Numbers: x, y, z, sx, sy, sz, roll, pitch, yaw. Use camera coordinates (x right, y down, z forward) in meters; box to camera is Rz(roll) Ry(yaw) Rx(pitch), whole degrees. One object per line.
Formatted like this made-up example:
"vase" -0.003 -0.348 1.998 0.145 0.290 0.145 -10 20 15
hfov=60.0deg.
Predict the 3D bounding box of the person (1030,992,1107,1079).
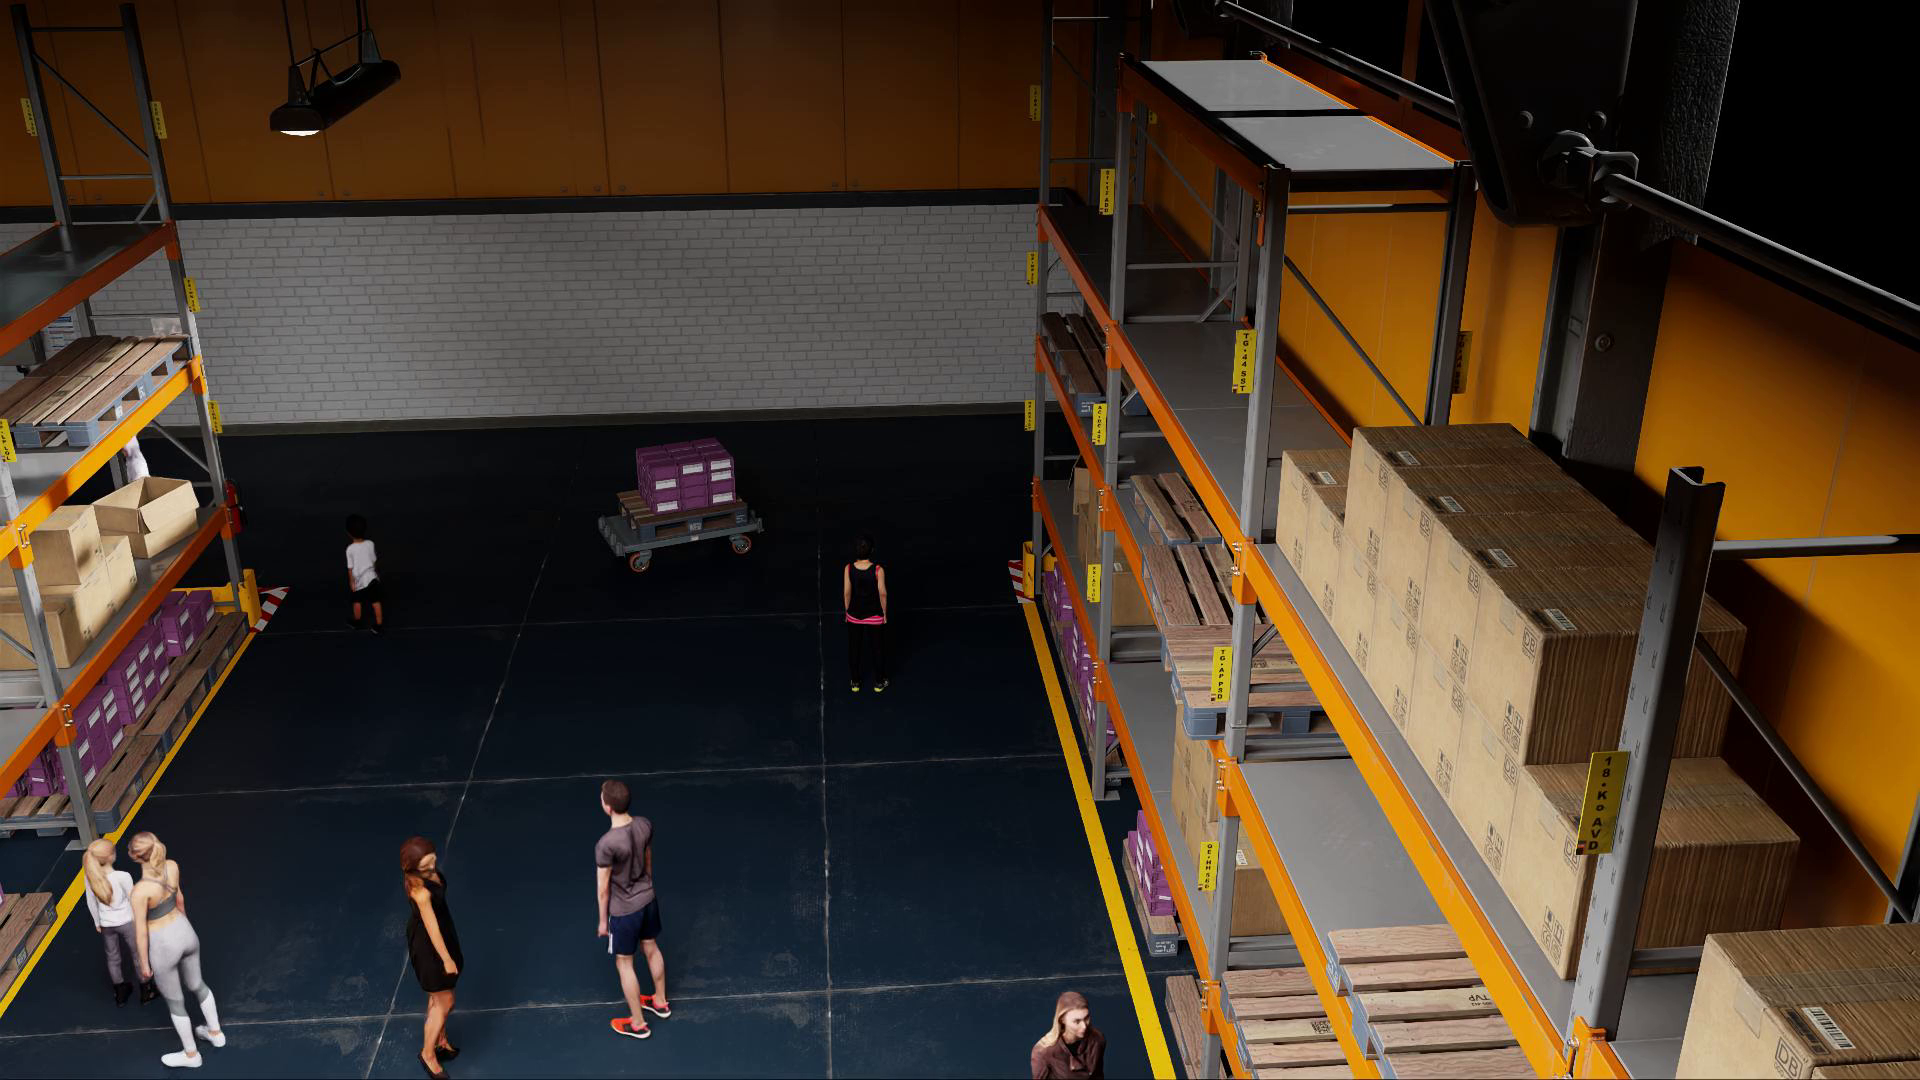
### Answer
"person" 0.593 3.222 9.264 0.664 1.703 0.617 -10 26 -22

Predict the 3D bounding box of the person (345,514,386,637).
"person" -5.831 0.375 16.351 0.795 1.242 0.729 20 30 37

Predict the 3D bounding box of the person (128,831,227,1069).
"person" -5.050 2.609 10.673 0.694 1.697 0.573 8 25 18

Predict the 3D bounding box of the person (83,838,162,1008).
"person" -5.701 2.584 11.254 0.504 1.278 0.499 0 24 0

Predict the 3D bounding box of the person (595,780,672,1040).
"person" -2.158 2.413 10.934 0.794 1.848 0.703 13 27 28

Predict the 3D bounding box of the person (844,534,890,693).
"person" -0.875 0.661 15.310 0.586 1.552 0.561 3 24 6

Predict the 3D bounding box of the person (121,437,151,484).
"person" -8.349 -0.291 17.234 0.815 1.757 0.692 -8 25 -19

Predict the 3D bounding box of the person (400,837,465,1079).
"person" -3.344 2.588 10.587 0.754 1.806 0.628 -18 29 -35
